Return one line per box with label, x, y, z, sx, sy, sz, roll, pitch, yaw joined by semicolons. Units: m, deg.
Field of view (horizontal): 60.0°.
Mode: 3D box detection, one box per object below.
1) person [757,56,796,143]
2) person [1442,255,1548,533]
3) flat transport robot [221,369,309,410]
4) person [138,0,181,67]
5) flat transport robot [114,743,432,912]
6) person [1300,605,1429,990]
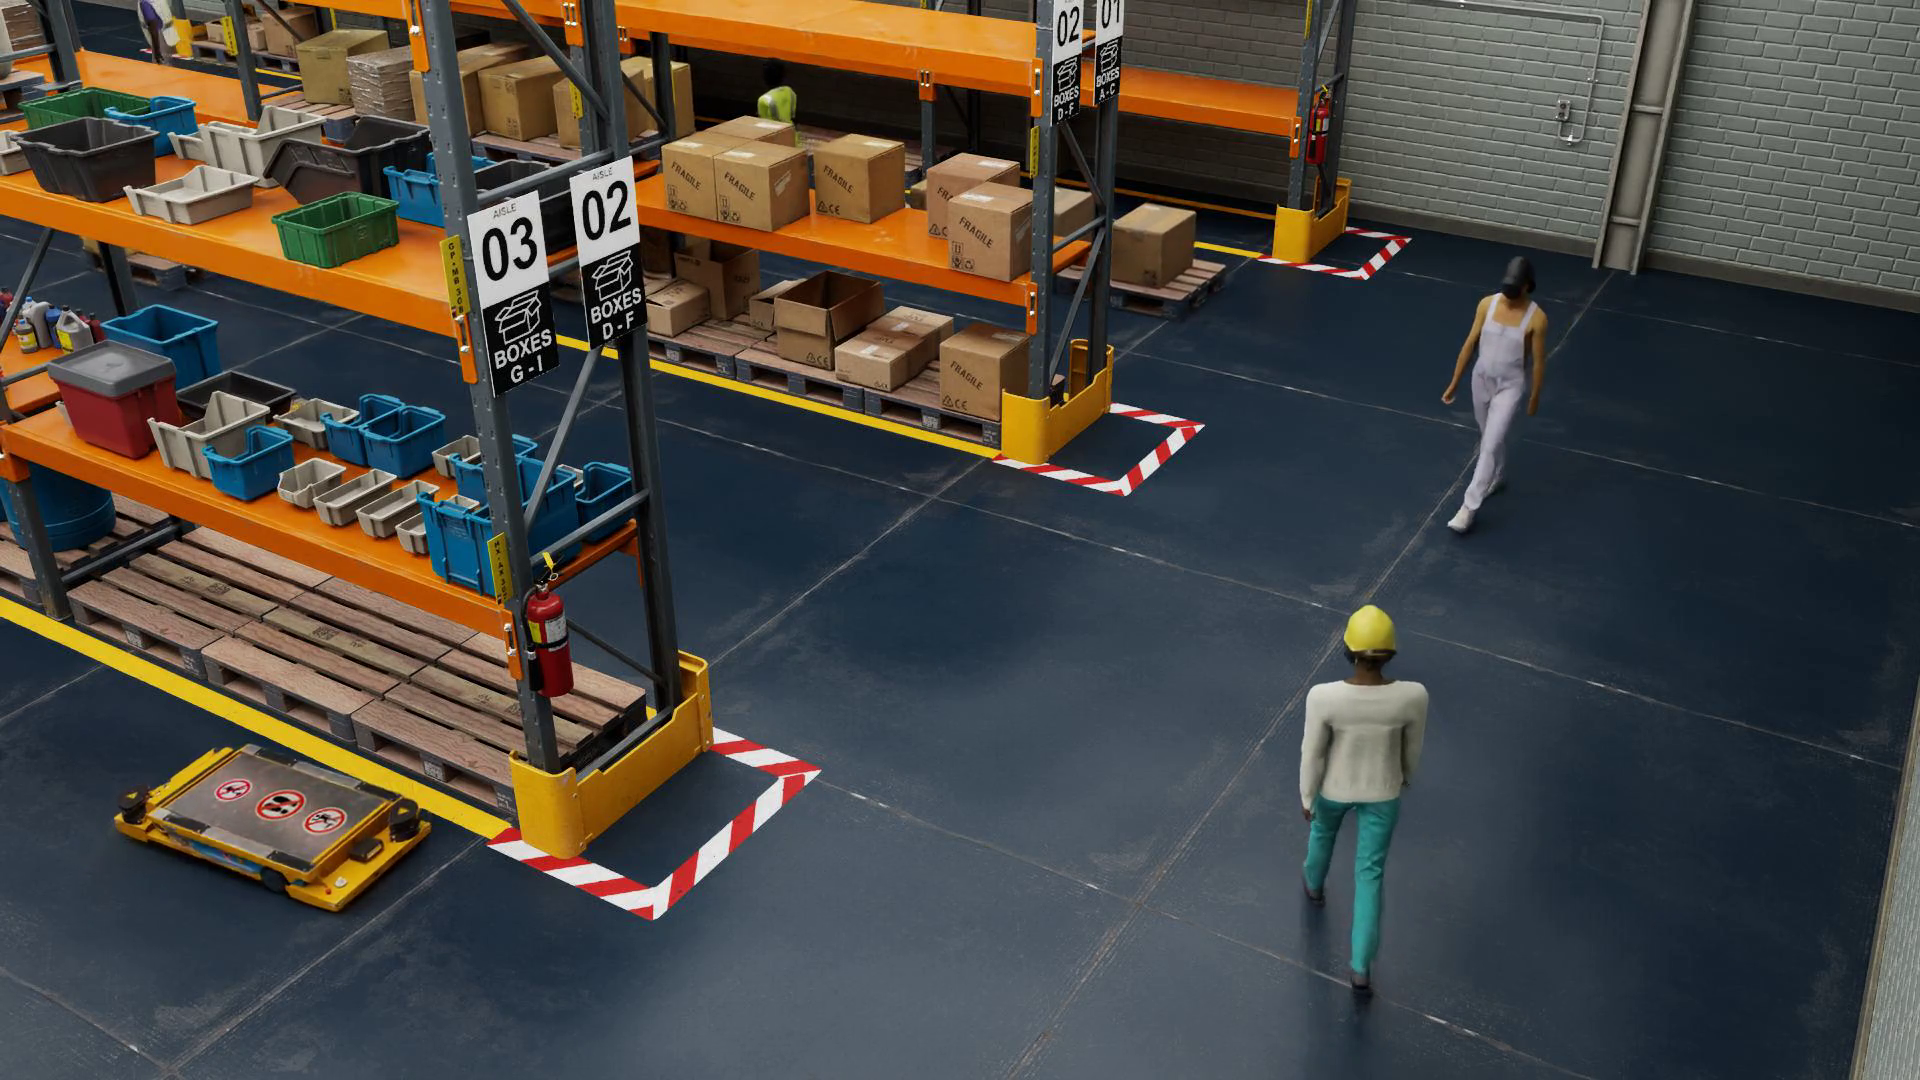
person;-1.706;-3.781;15.972;0.650;1.676;0.538;15;33;26
person;3.493;-1.000;10.846;0.992;1.808;0.508;-26;38;-38
flat transport robot;-5.343;-0.926;12.296;1.431;0.231;0.659;19;34;30
person;-9.294;-5.741;19.358;0.395;1.801;0.728;-5;30;-9
flat transport robot;-3.384;1.371;8.173;1.431;0.231;0.659;13;32;22
person;1.727;1.073;7.211;0.522;1.720;0.899;4;29;8
